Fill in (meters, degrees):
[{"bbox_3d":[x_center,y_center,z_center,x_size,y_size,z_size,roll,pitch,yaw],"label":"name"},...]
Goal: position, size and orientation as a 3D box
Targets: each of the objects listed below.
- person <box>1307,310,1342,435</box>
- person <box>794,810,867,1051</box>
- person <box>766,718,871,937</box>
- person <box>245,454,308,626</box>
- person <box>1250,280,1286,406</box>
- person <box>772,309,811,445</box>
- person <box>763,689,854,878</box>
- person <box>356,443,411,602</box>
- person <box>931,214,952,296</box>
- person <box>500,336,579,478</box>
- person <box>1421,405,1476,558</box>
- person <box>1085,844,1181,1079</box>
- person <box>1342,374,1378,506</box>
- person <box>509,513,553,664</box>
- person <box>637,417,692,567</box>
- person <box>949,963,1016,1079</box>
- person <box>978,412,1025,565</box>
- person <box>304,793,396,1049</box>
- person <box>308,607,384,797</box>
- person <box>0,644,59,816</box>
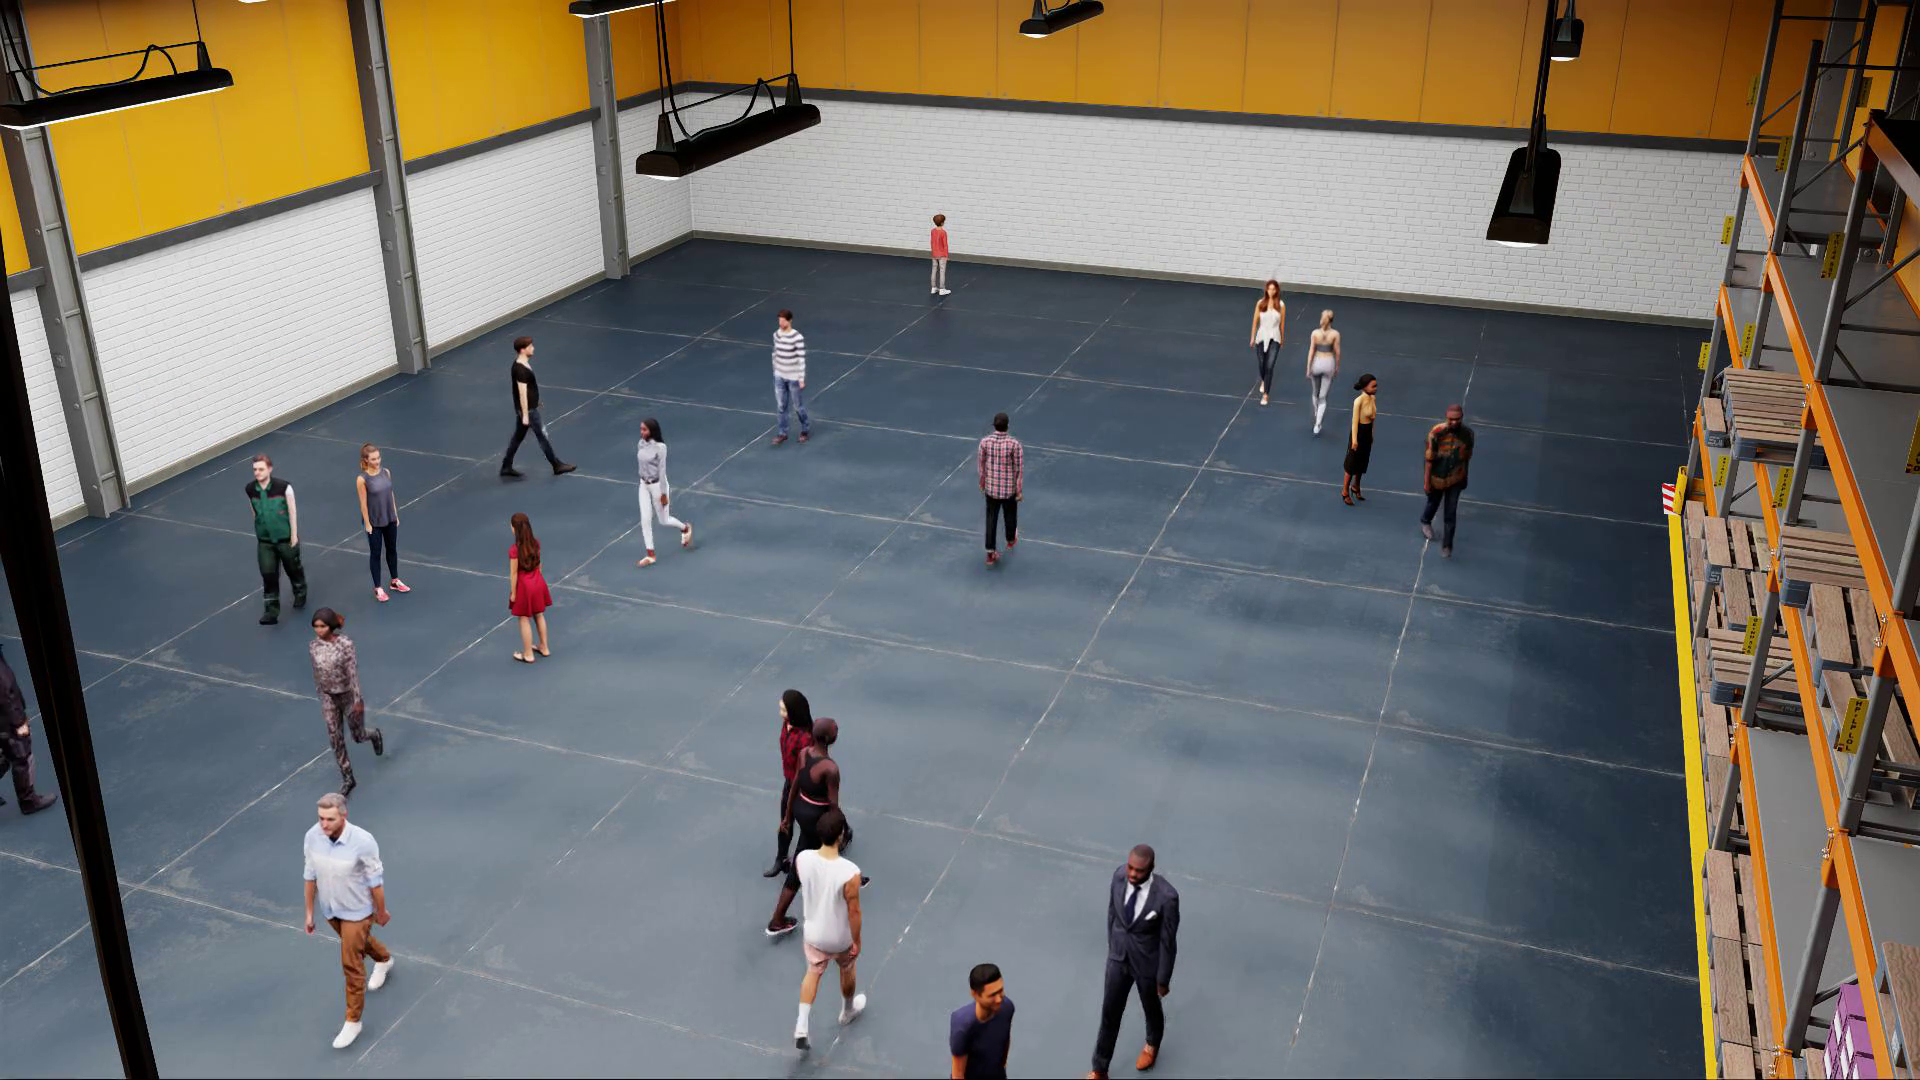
[{"bbox_3d":[4.940,-2.261,22.643,0.561,1.652,1.118,8,25,18],"label":"person"},{"bbox_3d":[-0.932,2.661,11.242,0.634,1.765,0.995,9,25,20],"label":"person"},{"bbox_3d":[-1.190,2.171,12.453,1.279,1.693,1.058,-18,30,-36],"label":"person"},{"bbox_3d":[-7.101,-0.050,17.409,0.939,1.793,1.200,-1,24,-3],"label":"person"},{"bbox_3d":[4.434,-2.878,23.937,0.675,1.746,1.115,6,24,14],"label":"person"},{"bbox_3d":[-2.263,-2.210,22.264,0.734,1.862,0.822,13,27,28],"label":"person"},{"bbox_3d":[-1.147,1.891,13.203,1.156,1.606,0.981,-16,28,-33],"label":"person"},{"bbox_3d":[-6.229,-0.211,17.864,0.672,1.723,0.548,16,28,32],"label":"person"},{"bbox_3d":[-0.367,-5.040,29.295,0.577,1.416,0.564,18,29,35],"label":"person"},{"bbox_3d":[-5.547,-1.629,20.947,1.219,1.853,1.236,-7,25,-17],"label":"person"},{"bbox_3d":[5.537,-0.749,19.039,0.928,1.768,1.297,0,24,0],"label":"person"},{"bbox_3d":[1.215,2.757,10.987,0.898,1.794,1.118,17,29,34],"label":"person"},{"bbox_3d":[4.888,-1.234,20.296,0.604,1.651,0.707,-22,32,-40],"label":"person"},{"bbox_3d":[-4.291,0.463,16.539,0.682,1.550,0.612,15,28,31],"label":"person"},{"bbox_3d":[-3.373,-0.567,18.702,0.799,1.704,1.072,18,29,35],"label":"person"},{"bbox_3d":[0.054,3.231,9.970,1.195,1.740,1.132,-17,29,-33],"label":"person"},{"bbox_3d":[0.431,-0.550,18.647,0.761,1.719,1.095,7,24,15],"label":"person"},{"bbox_3d":[-4.225,2.501,11.579,0.703,1.789,1.132,7,25,16],"label":"person"},{"bbox_3d":[-5.290,1.339,14.345,0.702,1.702,0.979,4,24,8],"label":"person"},{"bbox_3d":[-8.024,1.506,13.809,0.897,1.826,0.966,21,31,40],"label":"person"}]
